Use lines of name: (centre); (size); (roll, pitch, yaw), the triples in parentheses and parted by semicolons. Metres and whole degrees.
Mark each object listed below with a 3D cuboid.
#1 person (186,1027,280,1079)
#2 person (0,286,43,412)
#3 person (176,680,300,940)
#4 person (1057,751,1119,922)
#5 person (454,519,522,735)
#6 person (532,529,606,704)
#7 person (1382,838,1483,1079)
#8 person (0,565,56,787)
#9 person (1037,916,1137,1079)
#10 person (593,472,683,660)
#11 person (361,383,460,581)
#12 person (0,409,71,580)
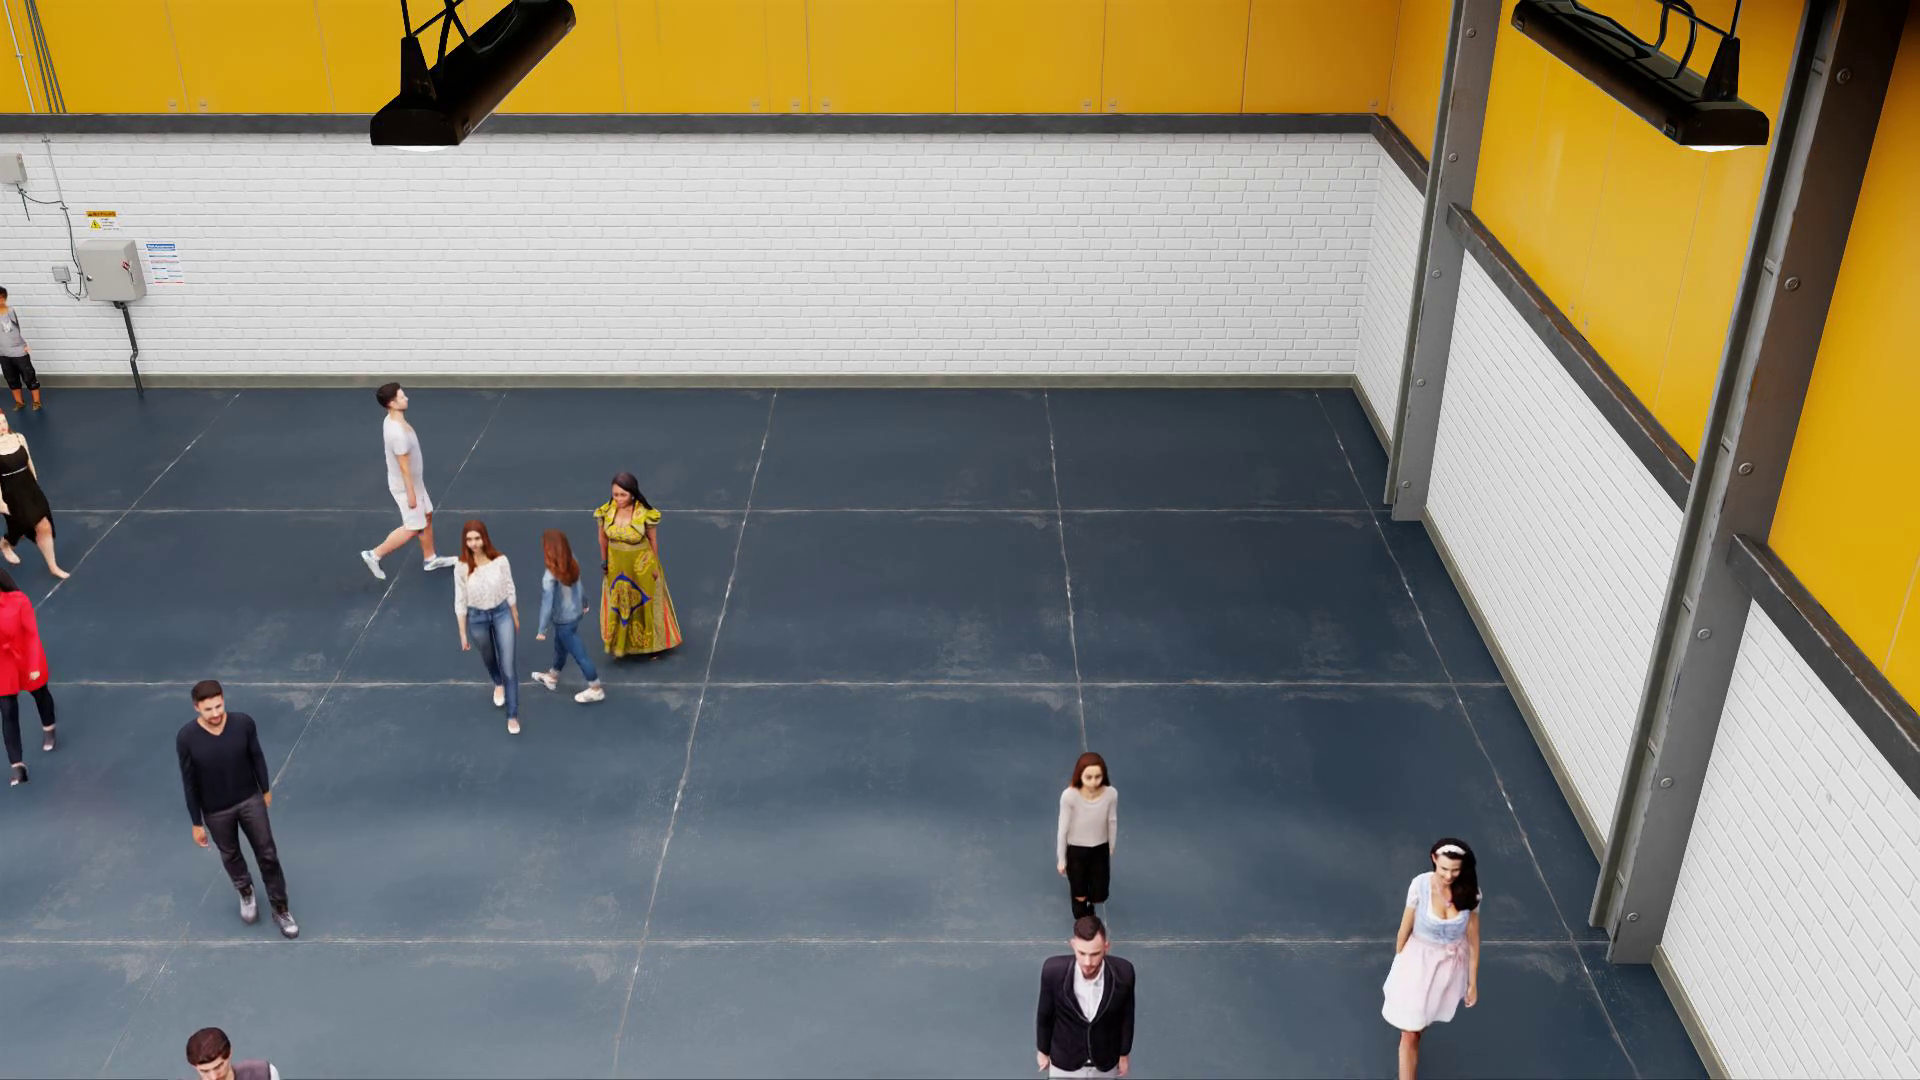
person: (-3.457, 2.998, 8.058); (0.878, 1.830, 0.960); (-15, 32, -25)
person: (-10.141, -2.089, 17.776); (0.564, 1.454, 0.496); (1, 29, 2)
person: (-4.641, 1.632, 10.547); (0.874, 1.844, 0.983); (-13, 31, -23)
person: (0.777, 1.911, 10.422); (0.584, 1.476, 0.658); (-4, 29, -8)
person: (-3.576, 0.576, 12.647); (0.762, 1.687, 1.134); (-7, 29, -12)
person: (-2.962, 0.605, 12.839); (0.839, 1.453, 0.892); (6, 29, 11)
person: (2.626, 2.340, 9.311); (0.674, 1.785, 1.062); (1, 29, 2)
person: (-6.829, 0.858, 12.107); (0.759, 1.710, 1.074); (-6, 29, -11)
person: (0.648, 2.666, 8.654); (0.652, 1.843, 0.530); (1, 29, 2)
person: (-2.639, 0.199, 13.369); (0.839, 1.659, 0.749); (1, 29, 2)
person: (-4.891, -0.477, 14.423); (0.997, 1.837, 1.086); (-12, 31, -20)
person: (-8.289, -0.417, 14.561); (0.941, 1.597, 1.030); (14, 32, 25)
